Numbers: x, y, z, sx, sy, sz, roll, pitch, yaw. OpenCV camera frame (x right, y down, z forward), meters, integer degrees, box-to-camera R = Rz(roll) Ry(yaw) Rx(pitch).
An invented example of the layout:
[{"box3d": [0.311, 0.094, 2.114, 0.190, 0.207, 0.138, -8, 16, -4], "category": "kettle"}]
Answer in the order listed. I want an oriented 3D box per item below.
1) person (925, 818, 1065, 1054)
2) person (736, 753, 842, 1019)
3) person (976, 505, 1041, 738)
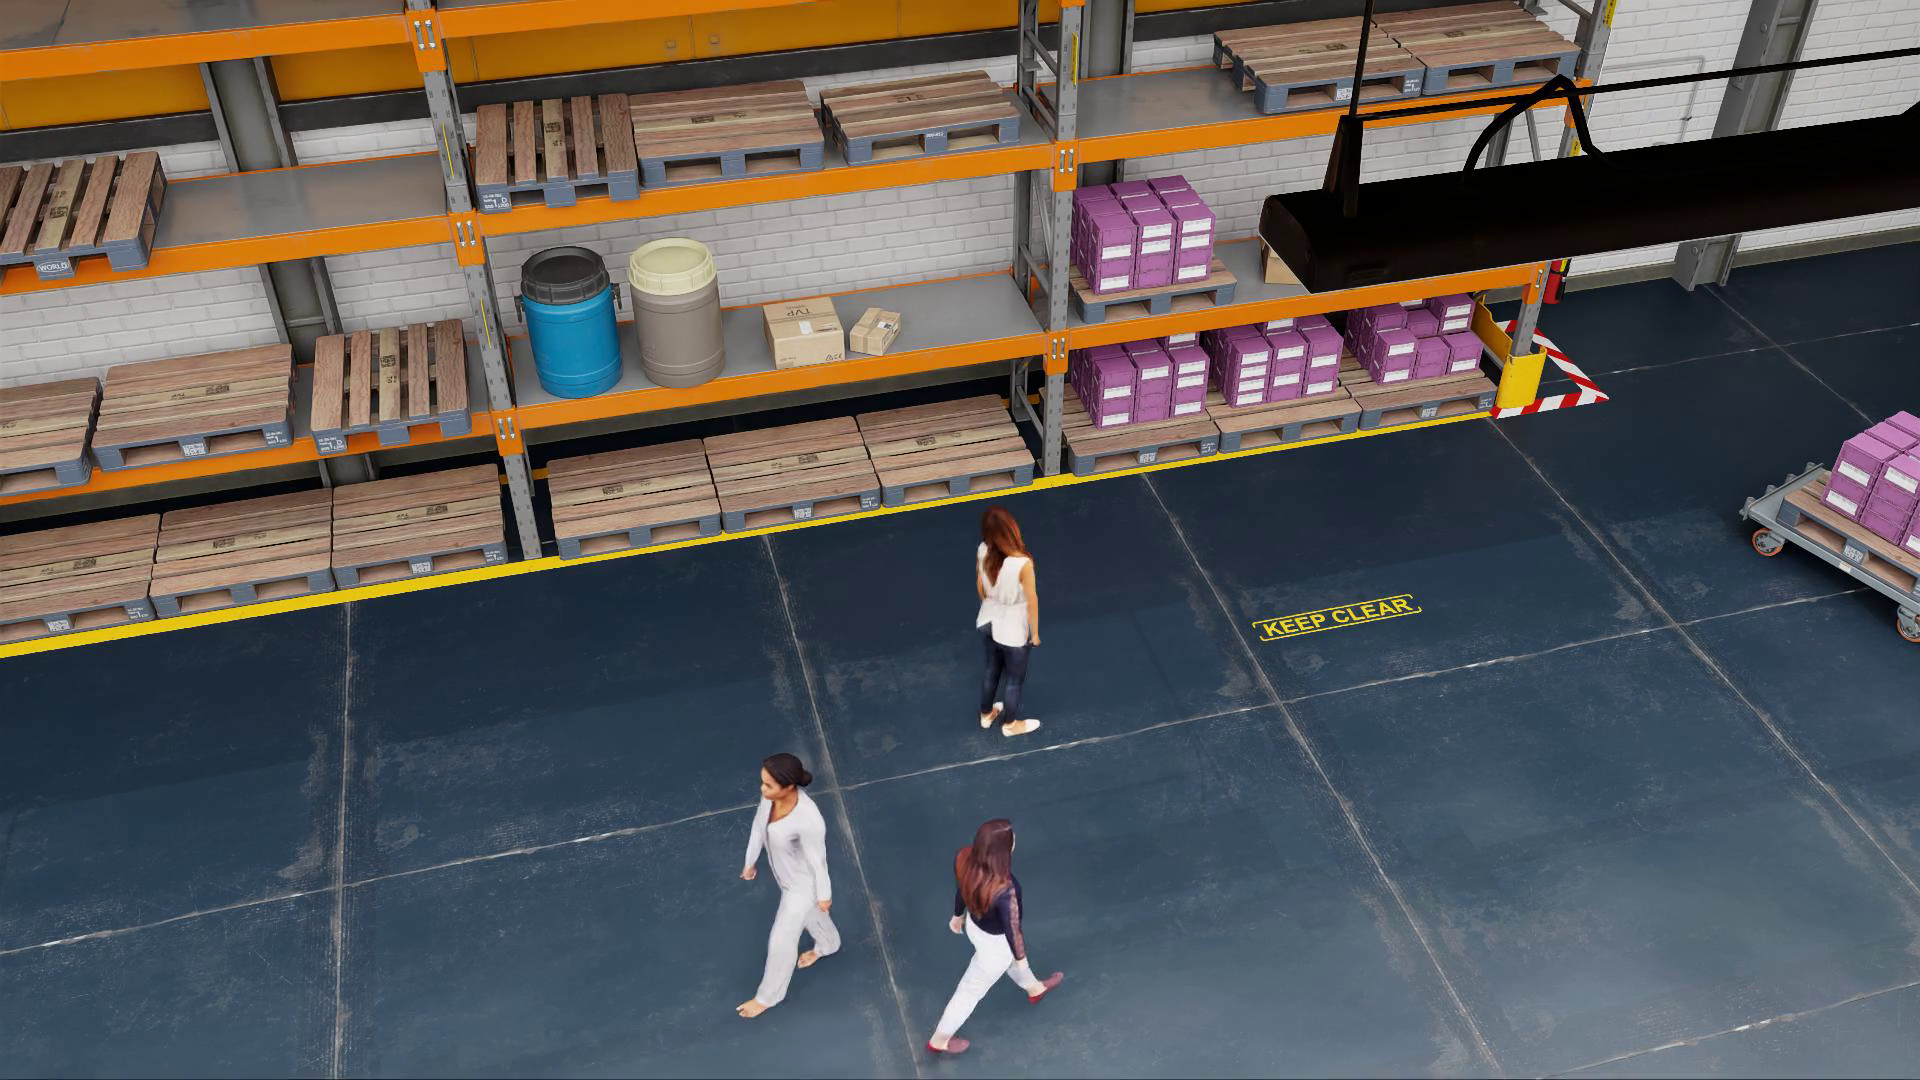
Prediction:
[{"box3d": [0.102, 2.083, 8.552, 1.194, 1.554, 0.850, -20, 43, -23], "category": "person"}, {"box3d": [-0.804, 1.731, 8.872, 1.061, 1.705, 0.866, -24, 45, -27], "category": "person"}, {"box3d": [0.276, 0.537, 10.310, 0.742, 1.776, 0.736, -26, 45, -28], "category": "person"}]
